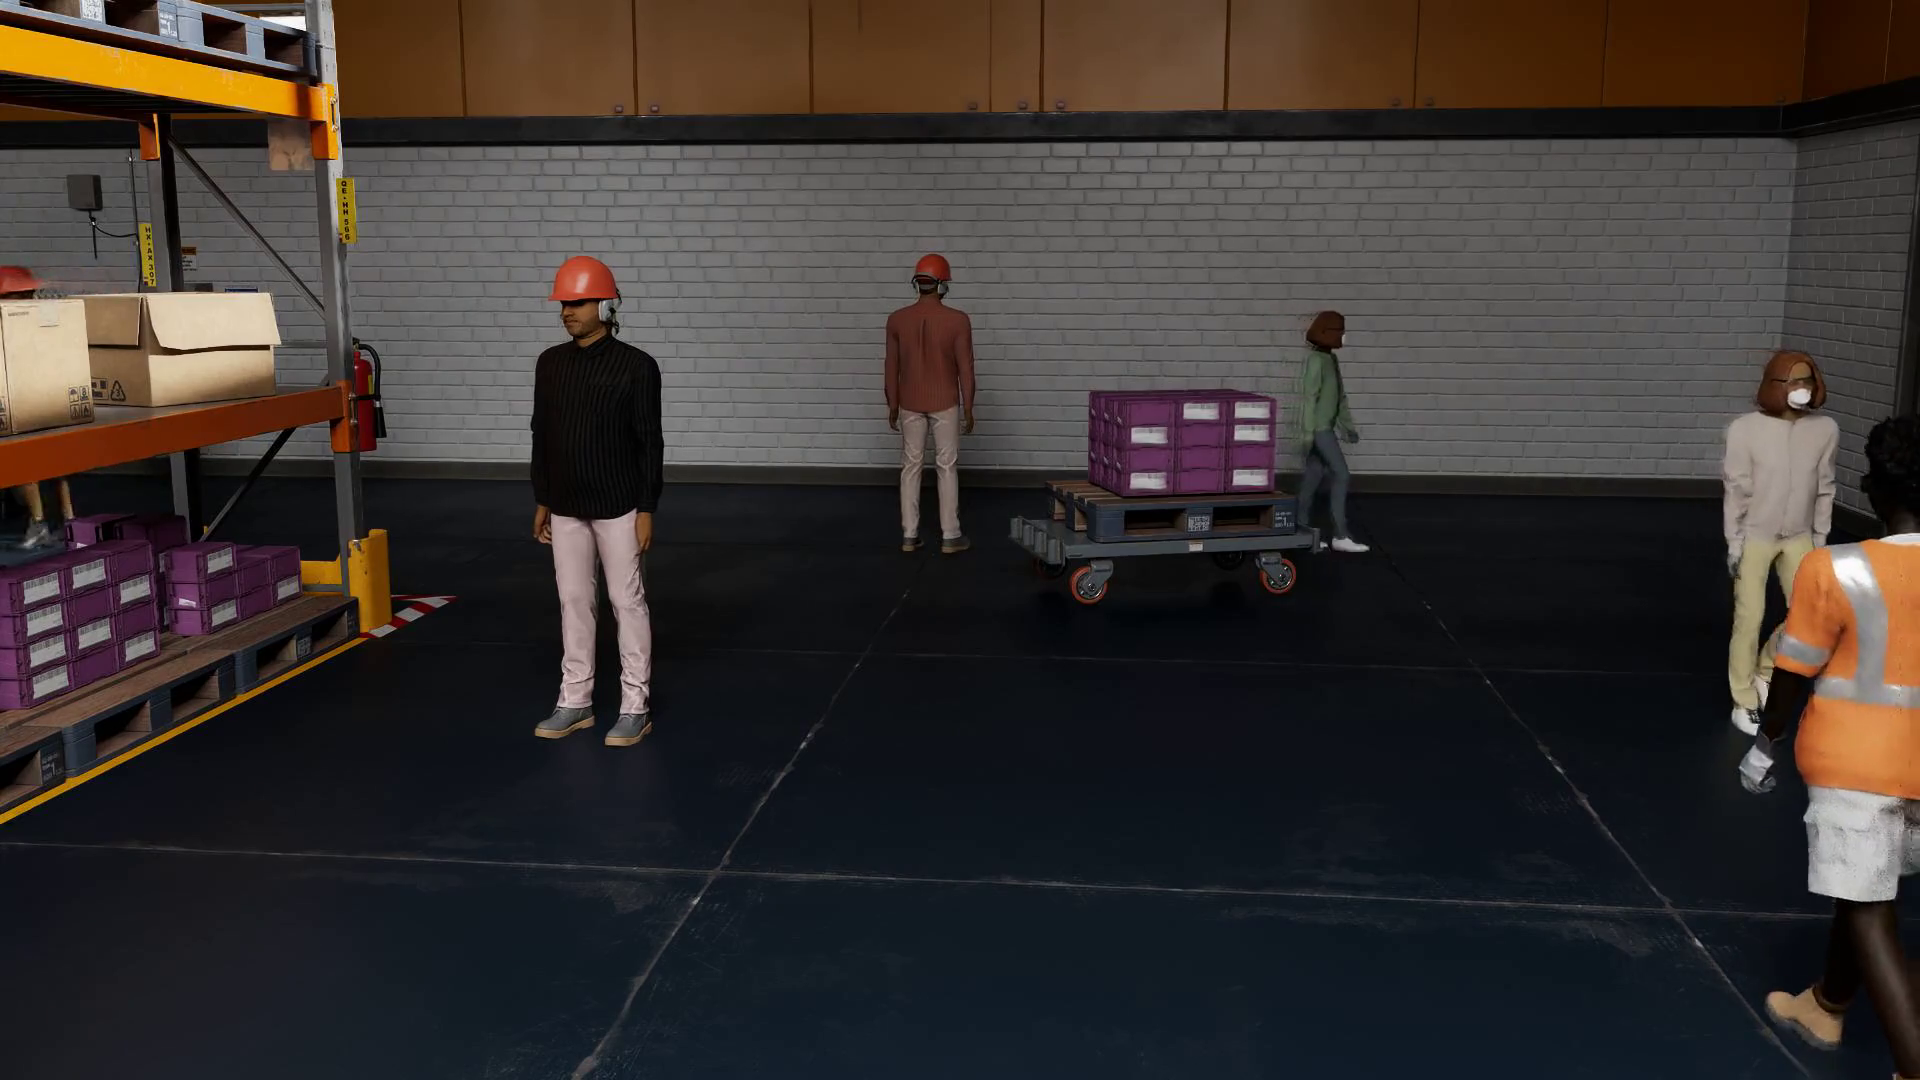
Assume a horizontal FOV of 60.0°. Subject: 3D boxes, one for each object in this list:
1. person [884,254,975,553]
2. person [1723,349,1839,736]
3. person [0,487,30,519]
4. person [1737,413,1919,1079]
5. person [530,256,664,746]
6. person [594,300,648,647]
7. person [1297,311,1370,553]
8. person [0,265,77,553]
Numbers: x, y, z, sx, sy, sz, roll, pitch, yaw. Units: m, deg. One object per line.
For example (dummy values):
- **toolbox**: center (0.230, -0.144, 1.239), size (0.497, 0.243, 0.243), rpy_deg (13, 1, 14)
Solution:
- **person**: center (-0.192, -0.911, 11.157), size (0.623, 1.992, 0.396), rpy_deg (3, 10, 17)
- **person**: center (3.388, 0.019, 6.914), size (0.506, 1.623, 0.356), rpy_deg (0, 10, -2)
- **person**: center (-7.345, -1.114, 12.473), size (0.545, 1.942, 0.349), rpy_deg (-1, 10, -4)
- **person**: center (2.157, 0.555, 3.862), size (0.533, 1.612, 0.848), rpy_deg (-2, 10, -9)
- **person**: center (-1.499, -0.153, 6.818), size (0.608, 1.995, 0.376), rpy_deg (4, 11, 21)
- **person**: center (-1.829, -0.364, 8.492), size (0.590, 1.833, 0.404), rpy_deg (-5, 11, -28)
- **person**: center (2.541, -0.718, 11.159), size (0.658, 1.609, 0.505), rpy_deg (4, 11, 19)
- **person**: center (-6.329, -0.880, 11.225), size (0.671, 1.913, 0.554), rpy_deg (-9, 13, -42)
